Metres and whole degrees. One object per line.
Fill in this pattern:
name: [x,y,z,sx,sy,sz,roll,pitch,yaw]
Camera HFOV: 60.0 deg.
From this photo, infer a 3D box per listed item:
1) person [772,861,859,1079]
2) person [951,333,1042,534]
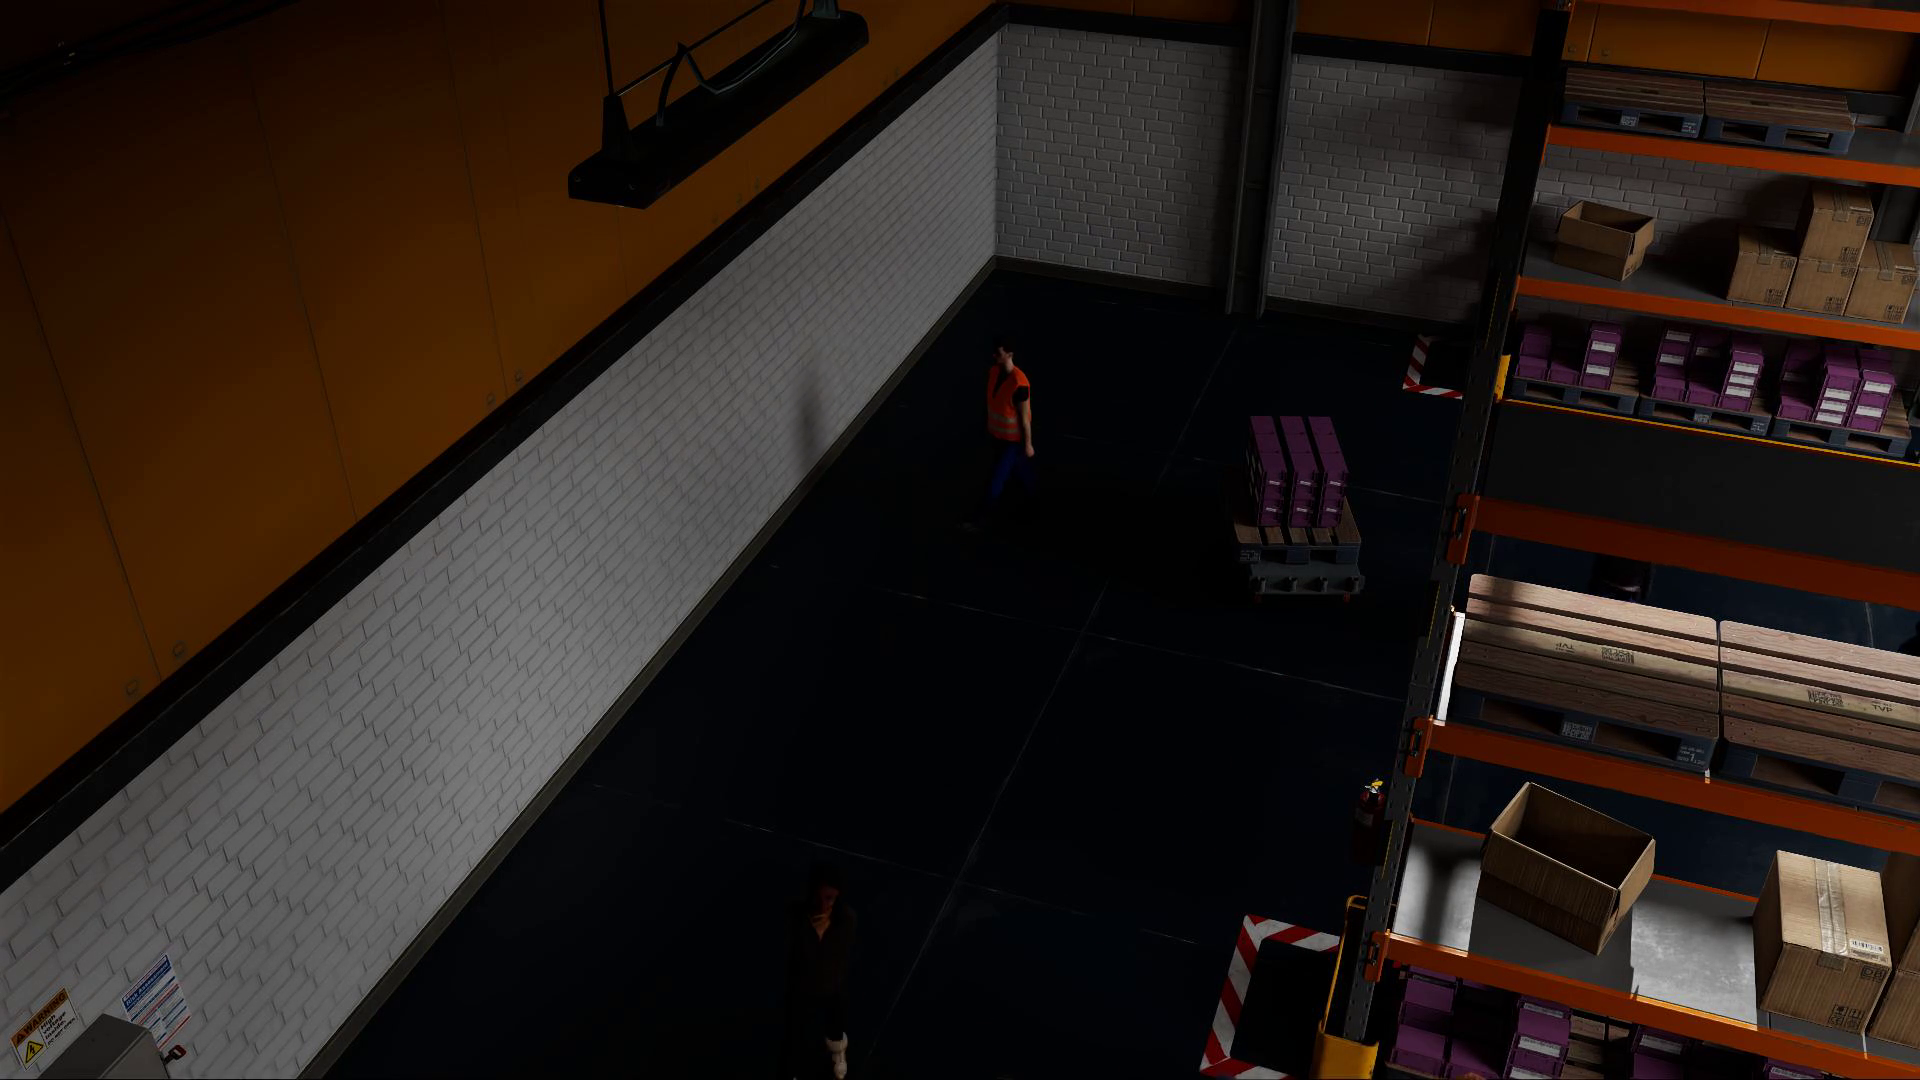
person: [-0.800,2.576,9.222,0.912,1.640,0.885,24,40,31]
person: [0.491,-0.932,14.308,1.245,1.854,1.196,-16,37,-22]
